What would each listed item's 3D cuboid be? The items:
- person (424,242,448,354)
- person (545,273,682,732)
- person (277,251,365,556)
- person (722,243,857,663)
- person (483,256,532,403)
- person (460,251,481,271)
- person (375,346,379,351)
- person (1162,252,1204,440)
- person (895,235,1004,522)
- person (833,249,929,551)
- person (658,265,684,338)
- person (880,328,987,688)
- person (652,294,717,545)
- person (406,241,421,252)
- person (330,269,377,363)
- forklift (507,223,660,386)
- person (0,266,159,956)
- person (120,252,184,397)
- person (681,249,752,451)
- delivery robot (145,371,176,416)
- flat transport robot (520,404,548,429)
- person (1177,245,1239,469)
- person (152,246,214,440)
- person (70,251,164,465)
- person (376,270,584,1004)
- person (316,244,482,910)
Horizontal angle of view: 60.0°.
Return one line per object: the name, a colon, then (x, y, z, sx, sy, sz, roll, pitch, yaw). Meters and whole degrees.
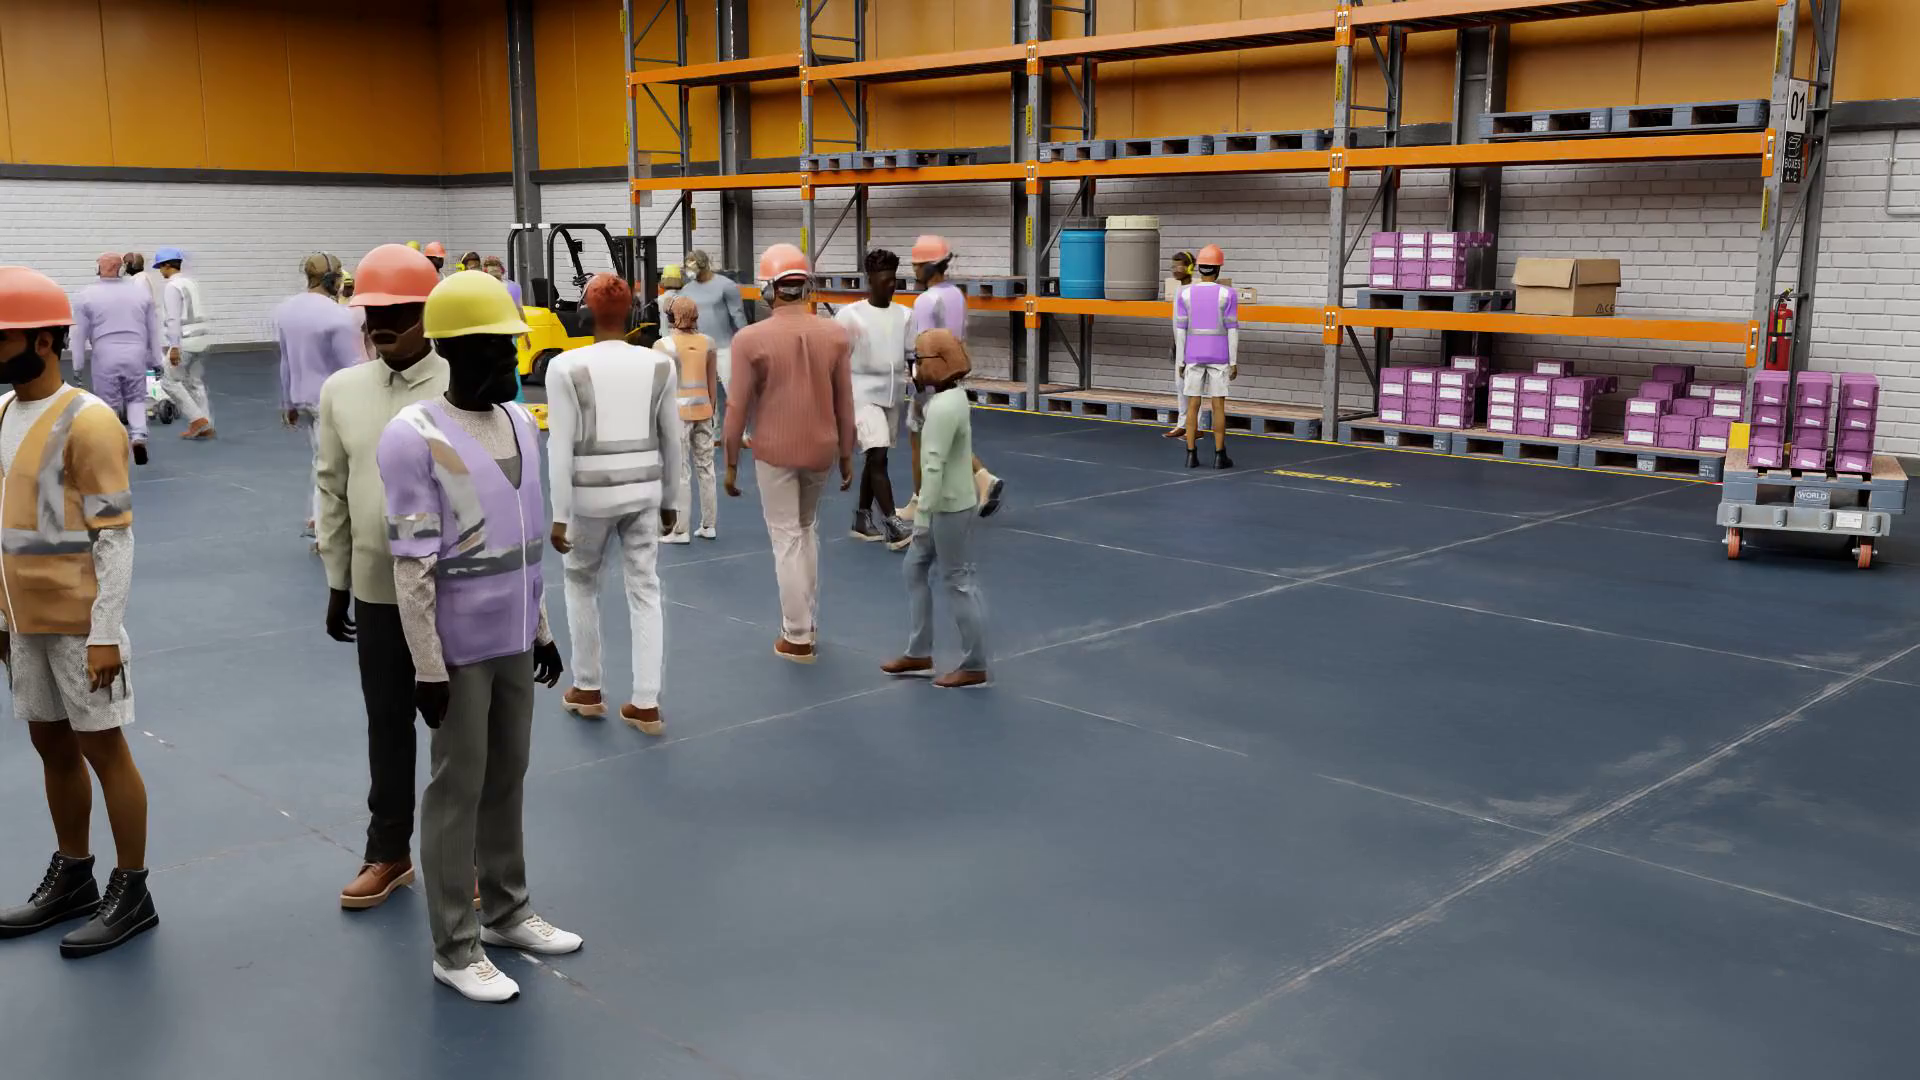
person: (-6.461, -2.712, 20.611, 0.360, 1.935, 0.552, 3, 11, 15)
person: (-1.454, -0.160, 6.900, 0.604, 1.856, 0.749, -7, 12, -32)
person: (-3.988, -0.859, 10.546, 0.662, 1.920, 0.470, 7, 12, 33)
person: (-0.863, -0.418, 7.989, 0.643, 1.974, 0.675, -7, 13, -34)
person: (-5.128, -2.269, 18.601, 0.649, 1.796, 0.823, -6, 12, -28)
person: (-5.135, -2.108, 17.560, 0.385, 1.850, 0.536, 9, 14, 40)
person: (-6.555, -2.350, 19.184, 0.526, 1.743, 0.680, -10, 14, -44)
person: (2.246, -1.918, 16.507, 0.320, 1.860, 0.525, -4, 11, -23)
person: (-0.115, -1.102, 11.590, 0.776, 2.025, 0.626, 6, 12, 28)
person: (-0.449, -0.895, 10.723, 0.637, 1.923, 0.941, -8, 13, -38)
person: (-3.176, -2.233, 18.667, 0.912, 1.700, 0.500, 9, 14, 41)
person: (-0.157, -0.131, 7.418, 0.623, 1.610, 0.519, 1, 10, 3)
person: (-1.803, -0.786, 10.921, 0.310, 1.642, 0.514, 9, 14, 41)
person: (-8.667, -3.779, 26.458, 0.590, 1.927, 0.367, -1, 10, -6)
person: (-4.957, -1.313, 13.477, 0.327, 1.760, 0.524, 6, 12, 31)
forklift: (-5.316, -3.263, 22.920, 2.313, 2.155, 1.214, -10, 14, -44)
person: (-2.561, 0.207, 4.699, 0.545, 1.938, 0.362, 6, 12, 28)
person: (-10.280, -2.723, 21.012, 0.802, 1.819, 0.632, -4, 11, -22)
person: (-2.242, -1.759, 15.563, 0.793, 1.902, 0.386, 4, 11, 21)
delivery robot: (-8.748, -1.592, 18.021, 0.477, 0.478, 0.707, -1, 10, -5)
flat transport robot: (-4.934, -1.316, 17.550, 1.431, 0.197, 0.652, 1, 10, 5)
person: (2.151, -1.581, 14.442, 0.542, 1.939, 0.362, 4, 11, 21)
person: (-7.633, -1.913, 16.323, 0.468, 1.910, 0.673, -2, 11, -9)
person: (-7.214, -1.516, 14.248, 0.730, 1.884, 0.471, -9, 13, -39)
person: (-1.278, 0.252, 4.475, 0.363, 1.930, 0.587, 3, 11, 18)
person: (-1.617, 0.128, 4.969, 0.613, 1.995, 0.390, 1, 10, 7)
